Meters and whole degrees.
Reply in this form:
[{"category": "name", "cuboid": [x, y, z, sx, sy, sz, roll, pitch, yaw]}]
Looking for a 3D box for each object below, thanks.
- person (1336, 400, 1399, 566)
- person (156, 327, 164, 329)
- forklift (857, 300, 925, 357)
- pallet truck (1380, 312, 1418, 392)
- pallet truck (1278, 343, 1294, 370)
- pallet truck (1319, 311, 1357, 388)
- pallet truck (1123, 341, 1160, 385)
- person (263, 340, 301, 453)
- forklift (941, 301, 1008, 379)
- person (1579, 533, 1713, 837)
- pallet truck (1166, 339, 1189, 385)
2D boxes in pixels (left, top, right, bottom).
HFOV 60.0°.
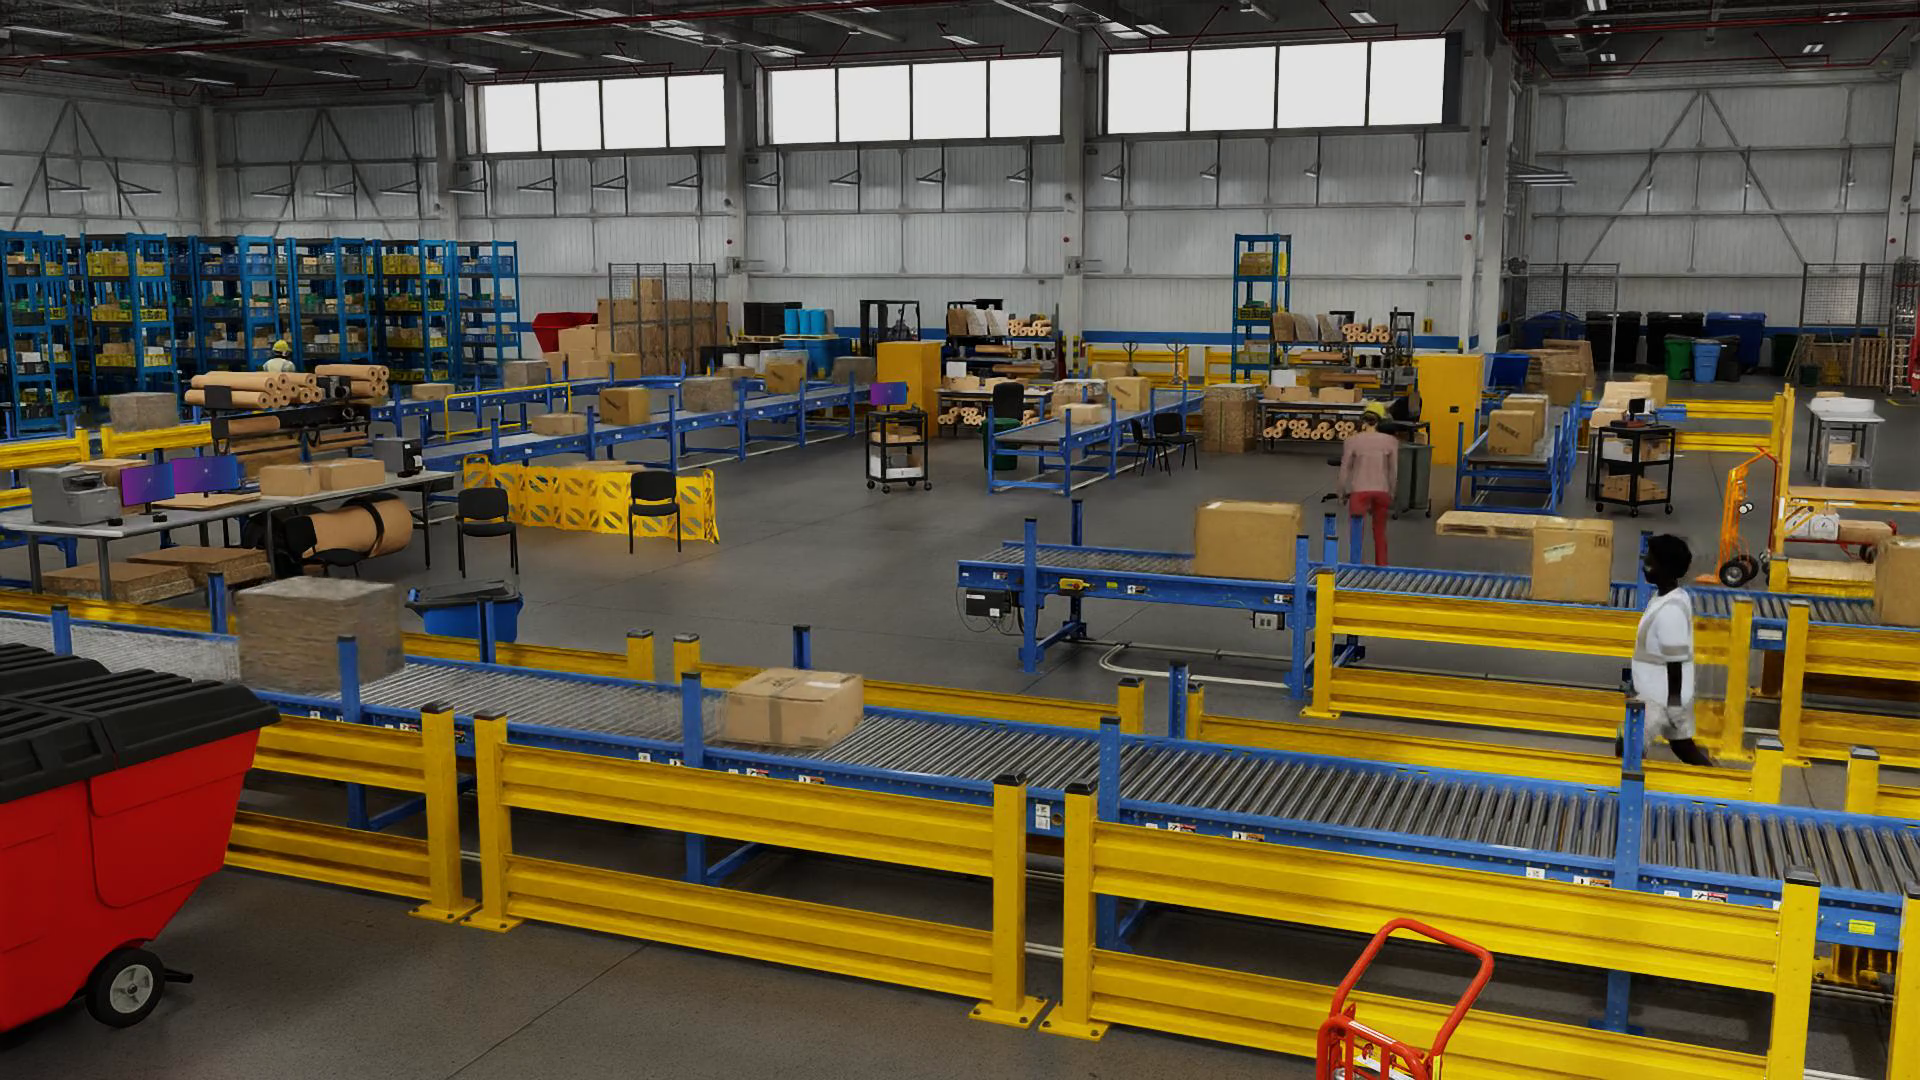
[{"category": "person", "cuboid": [3.890, -0.458, 15.921, 0.594, 1.752, 0.377, 0, 9, 2]}, {"category": "person", "cuboid": [-17.980, -4.052, 37.488, 0.571, 1.831, 0.407, -6, 11, -33]}, {"category": "forklift", "cuboid": [-1.732, -5.109, 42.468, 1.157, 1.987, 2.680, 4, 10, 22]}, {"category": "pallet truck", "cuboid": [10.207, -4.283, 38.369, 0.823, 1.965, 1.885, 3, 10, 20]}, {"category": "pallet truck", "cuboid": [7.886, -4.163, 39.743, 0.653, 1.274, 1.630, 4, 10, 22]}, {"category": "pallet truck", "cuboid": [9.071, -4.419, 39.190, 0.823, 1.965, 1.885, 5, 10, 26]}, {"category": "pallet truck", "cuboid": [4.445, -4.380, 41.279, 0.680, 1.201, 1.601, 4, 10, 22]}, {"category": "person", "cuboid": [-10.952, -2.312, 26.919, 0.591, 1.834, 0.404, 3, 10, 18]}, {"category": "forklift", "cuboid": [0.365, -4.966, 41.571, 1.157, 1.987, 2.680, 3, 10, 20]}, {"category": "person", "cuboid": [3.722, 0.781, 8.706, 0.872, 1.655, 0.532, 5, 10, 25]}, {"category": "pallet truck", "cuboid": [5.418, -4.269, 40.420, 0.704, 1.261, 1.522, 3, 10, 20]}]
